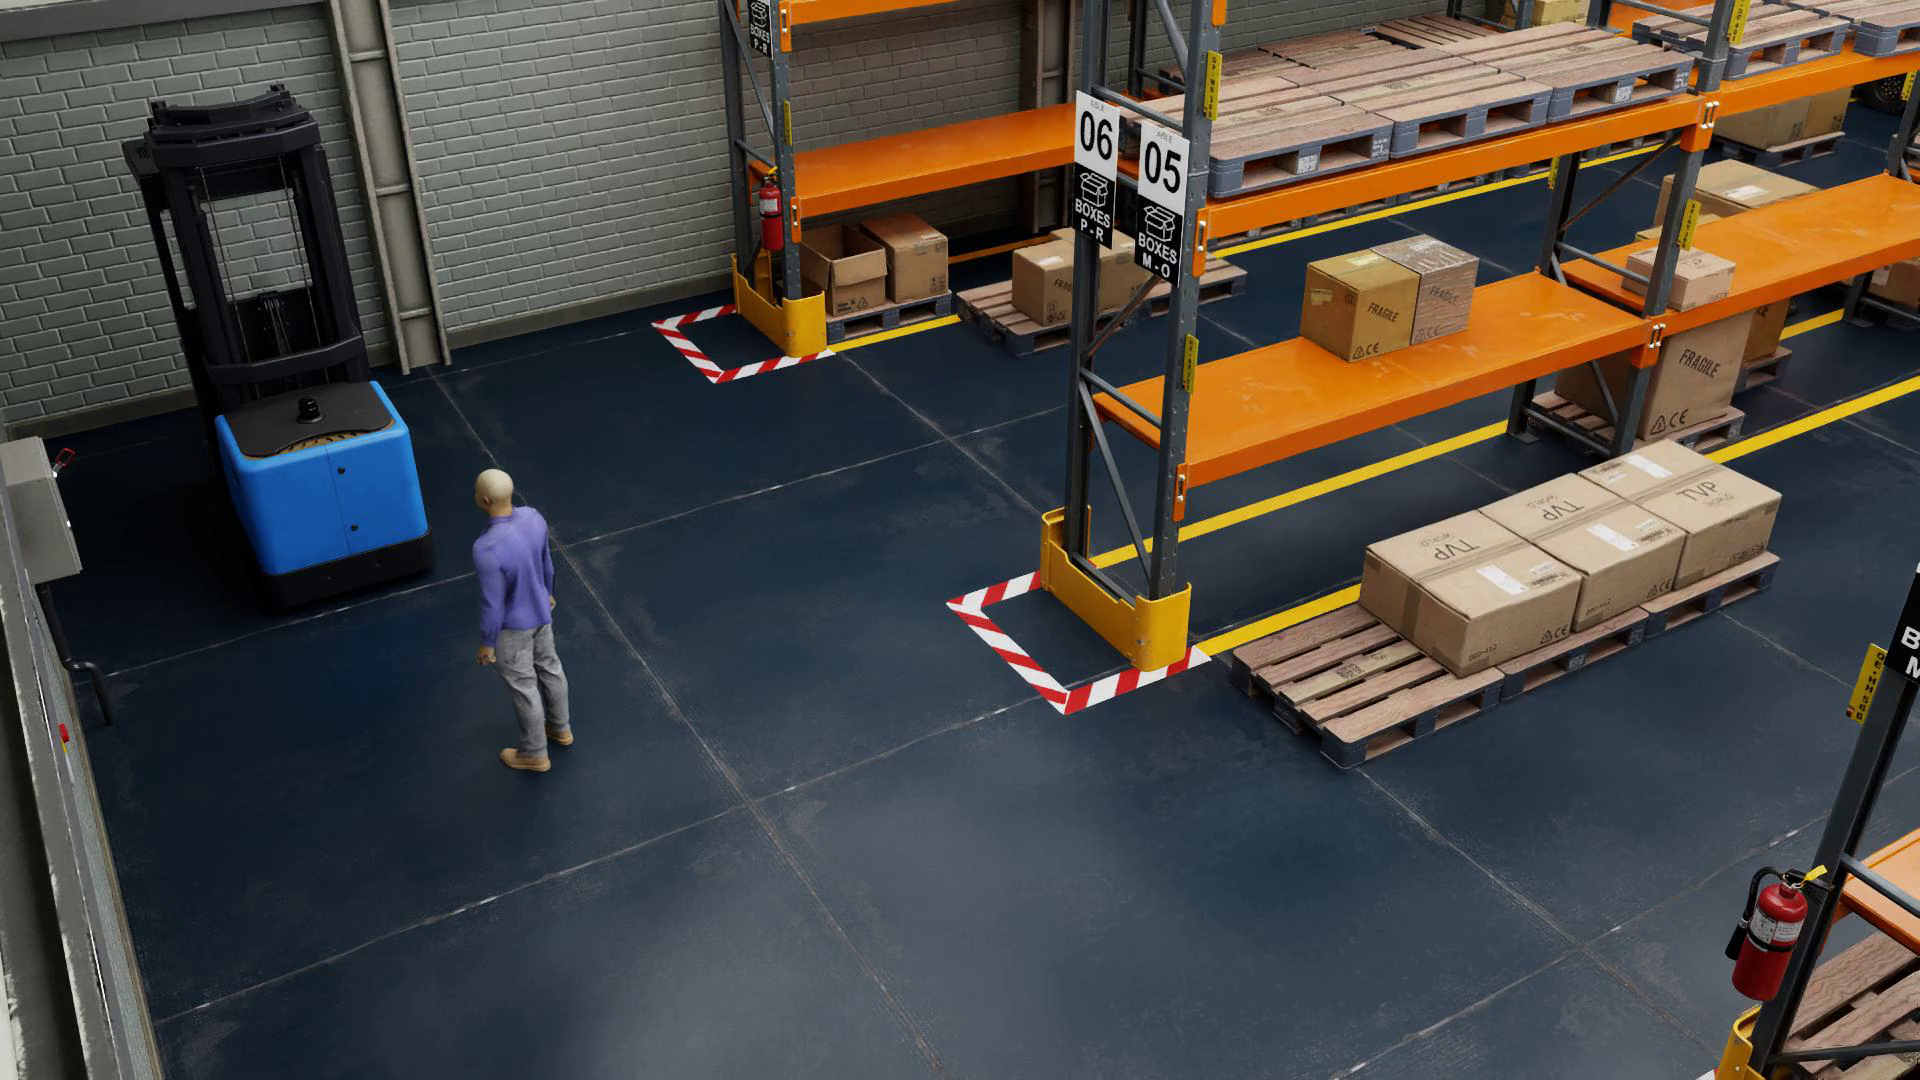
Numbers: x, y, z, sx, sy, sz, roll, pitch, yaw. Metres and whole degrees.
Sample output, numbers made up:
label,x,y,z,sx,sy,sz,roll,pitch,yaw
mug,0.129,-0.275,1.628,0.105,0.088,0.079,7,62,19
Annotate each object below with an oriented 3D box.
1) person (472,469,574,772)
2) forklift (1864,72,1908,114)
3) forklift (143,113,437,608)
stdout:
label,x,y,z,sx,sy,sz,roll,pitch,yaw
person,-2.316,0.429,8.792,0.380,1.797,0.609,12,34,19
forklift,11.468,-5.645,18.244,1.214,2.155,2.313,-17,36,-26
forklift,-4.289,-1.259,10.509,1.129,2.768,1.873,-17,36,-26
